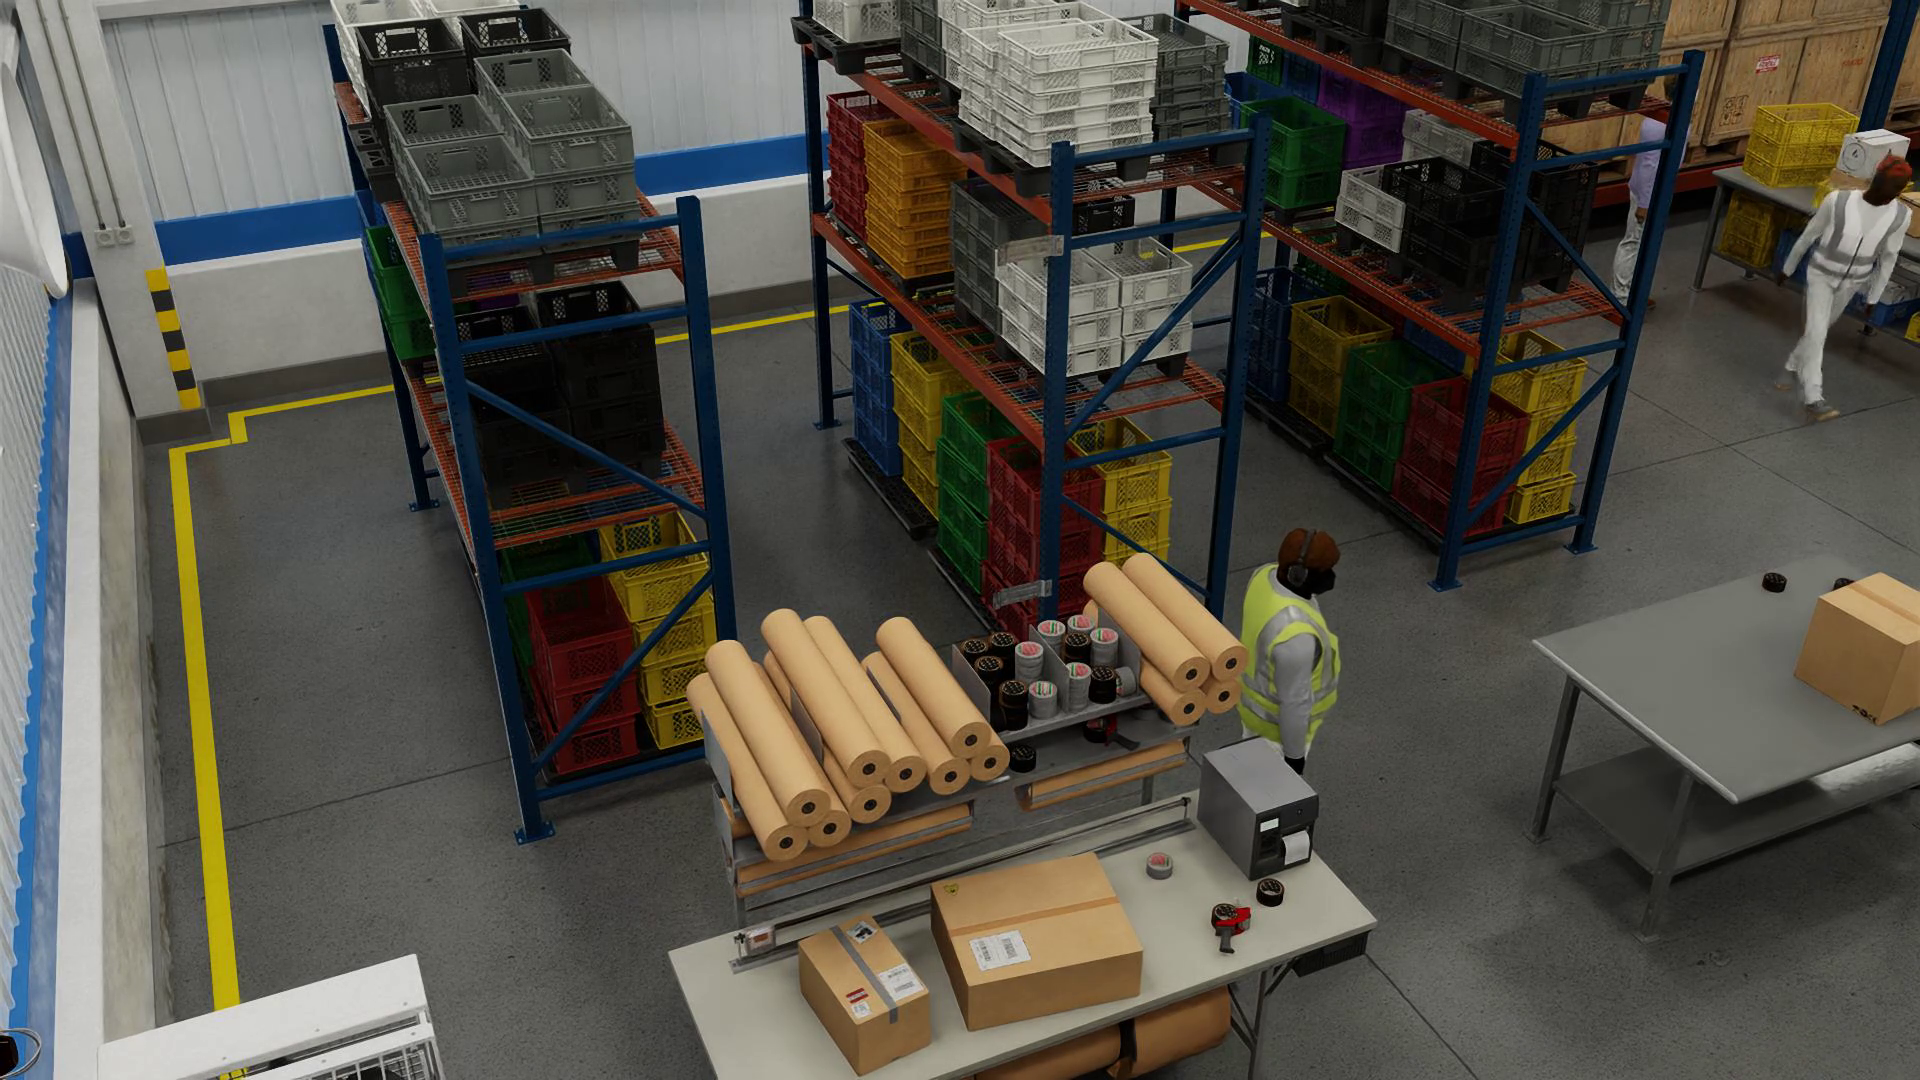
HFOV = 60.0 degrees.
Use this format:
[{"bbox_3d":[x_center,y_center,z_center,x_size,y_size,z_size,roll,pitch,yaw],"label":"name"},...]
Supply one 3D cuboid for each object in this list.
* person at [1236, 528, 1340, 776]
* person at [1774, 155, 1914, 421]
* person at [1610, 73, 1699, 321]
[{"bbox_3d":[1.407,0.750,7.242,0.429,1.839,0.627,-2,32,-3],"label":"person"},{"bbox_3d":[5.955,-1.730,11.286,0.649,1.817,0.960,4,32,7],"label":"person"},{"bbox_3d":[5.276,-2.633,12.643,0.372,1.940,0.632,21,38,31],"label":"person"}]
